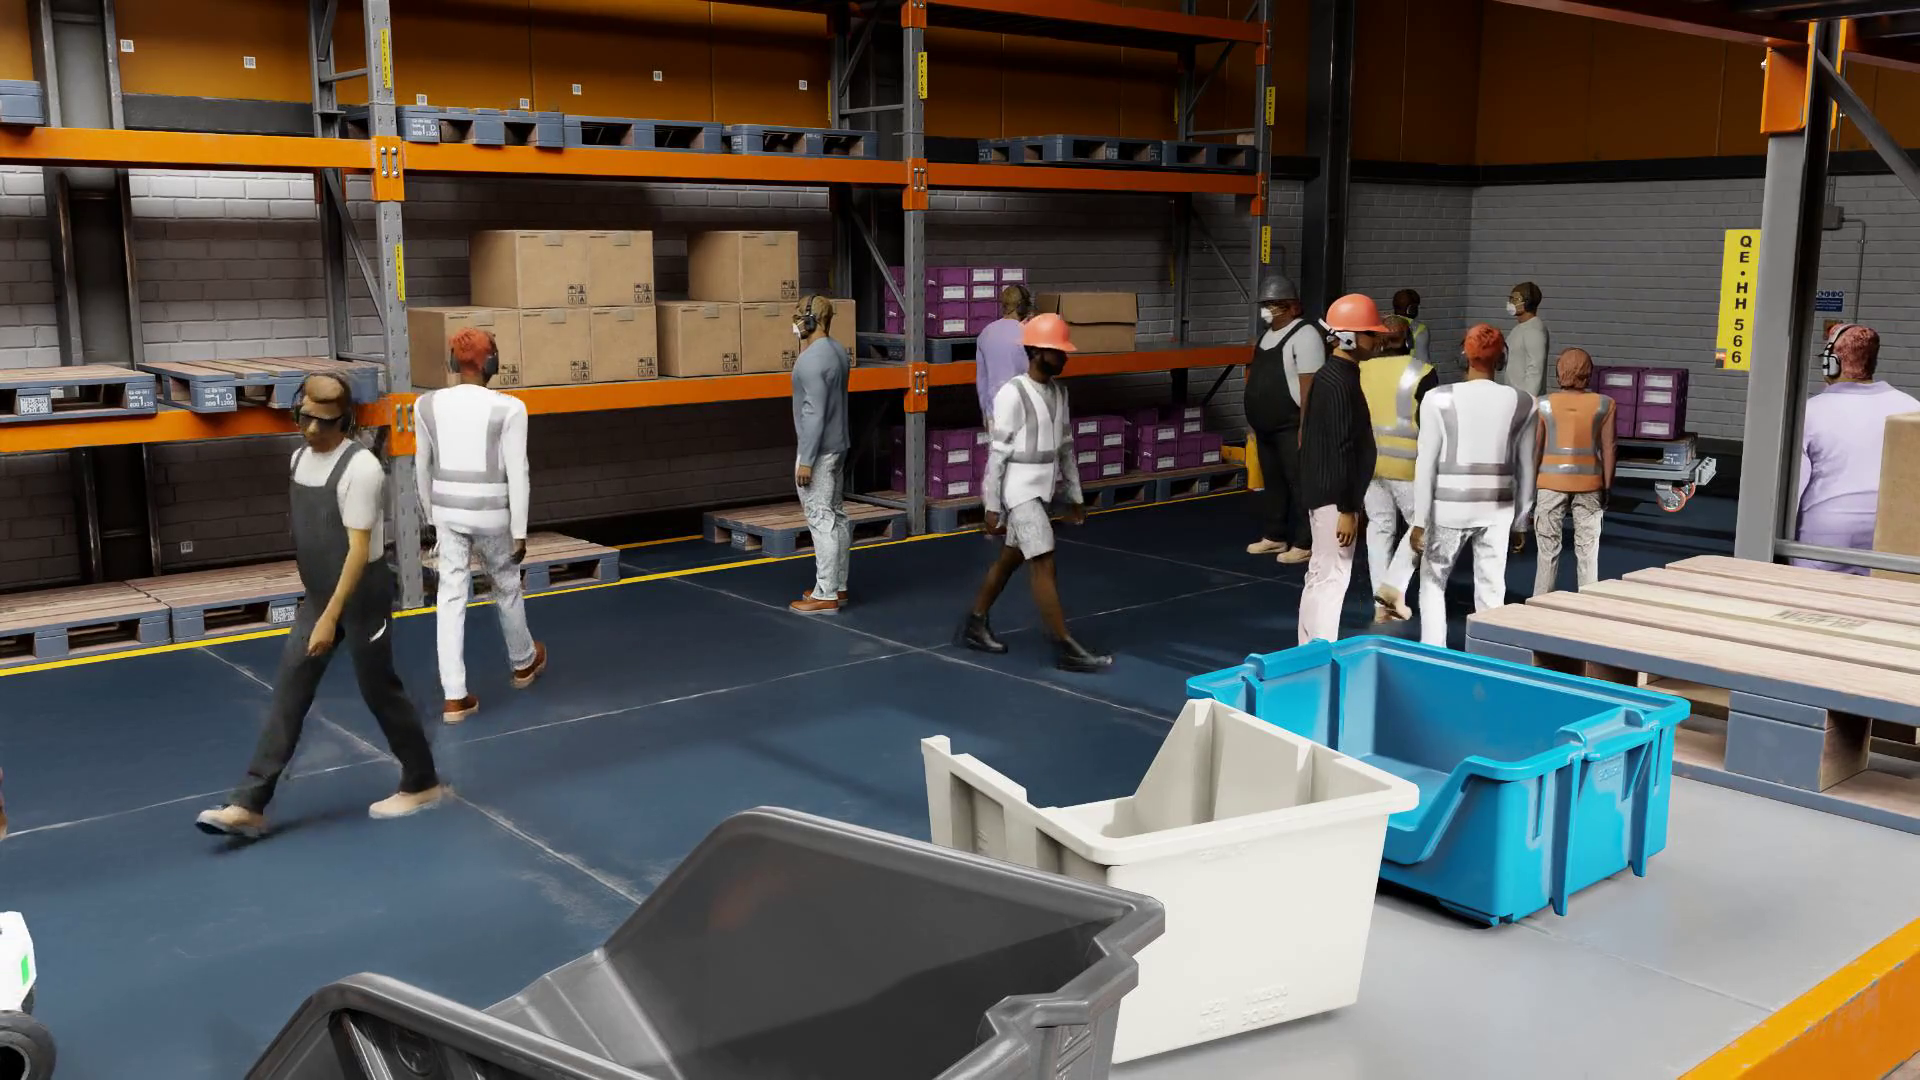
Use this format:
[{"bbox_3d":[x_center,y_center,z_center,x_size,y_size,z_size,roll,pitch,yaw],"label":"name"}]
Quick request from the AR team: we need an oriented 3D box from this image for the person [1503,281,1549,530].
[{"bbox_3d":[4.394,-1.045,13.031,0.372,1.940,0.629,1,10,7],"label":"person"}]

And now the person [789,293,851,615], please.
[{"bbox_3d":[-0.850,-0.516,10.065,0.356,1.938,0.638,2,10,12],"label":"person"}]

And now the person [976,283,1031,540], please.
[{"bbox_3d":[0.385,-0.943,12.460,0.355,1.936,0.635,-9,14,-41],"label":"person"}]

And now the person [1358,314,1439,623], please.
[{"bbox_3d":[2.551,-0.406,9.778,0.432,1.823,0.653,-8,13,-39],"label":"person"}]

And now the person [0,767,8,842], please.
[{"bbox_3d":[-2.644,0.631,4.126,0.534,1.767,0.314,-1,10,-5],"label":"person"}]

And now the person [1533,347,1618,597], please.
[{"bbox_3d":[3.518,-0.287,9.617,0.512,1.642,0.311,2,10,11],"label":"person"}]

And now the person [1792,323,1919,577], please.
[{"bbox_3d":[3.759,0.030,7.134,0.647,1.902,0.400,0,10,-2],"label":"person"}]

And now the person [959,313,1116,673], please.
[{"bbox_3d":[0.381,-0.260,8.827,1.024,1.880,0.560,7,12,32],"label":"person"}]

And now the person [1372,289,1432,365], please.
[{"bbox_3d":[3.843,-1.258,14.495,0.430,1.845,0.624,-7,12,-35],"label":"person"}]

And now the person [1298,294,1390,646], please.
[{"bbox_3d":[1.859,-0.197,8.123,0.396,1.992,0.623,1,10,4],"label":"person"}]

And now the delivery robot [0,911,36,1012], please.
[{"bbox_3d":[-2.784,1.165,4.262,0.707,0.478,0.477,-7,12,-35],"label":"delivery robot"}]

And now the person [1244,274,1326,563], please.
[{"bbox_3d":[2.263,-0.867,11.744,0.539,2.000,0.688,-3,11,-19],"label":"person"}]

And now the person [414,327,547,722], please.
[{"bbox_3d":[-2.324,-0.104,8.042,0.598,1.828,0.978,1,10,4],"label":"person"}]

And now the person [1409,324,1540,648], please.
[{"bbox_3d":[2.473,-0.101,8.006,0.595,1.853,0.491,1,10,5],"label":"person"}]

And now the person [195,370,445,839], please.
[{"bbox_3d":[-2.360,0.255,6.214,0.526,1.776,0.914,7,12,34],"label":"person"}]
